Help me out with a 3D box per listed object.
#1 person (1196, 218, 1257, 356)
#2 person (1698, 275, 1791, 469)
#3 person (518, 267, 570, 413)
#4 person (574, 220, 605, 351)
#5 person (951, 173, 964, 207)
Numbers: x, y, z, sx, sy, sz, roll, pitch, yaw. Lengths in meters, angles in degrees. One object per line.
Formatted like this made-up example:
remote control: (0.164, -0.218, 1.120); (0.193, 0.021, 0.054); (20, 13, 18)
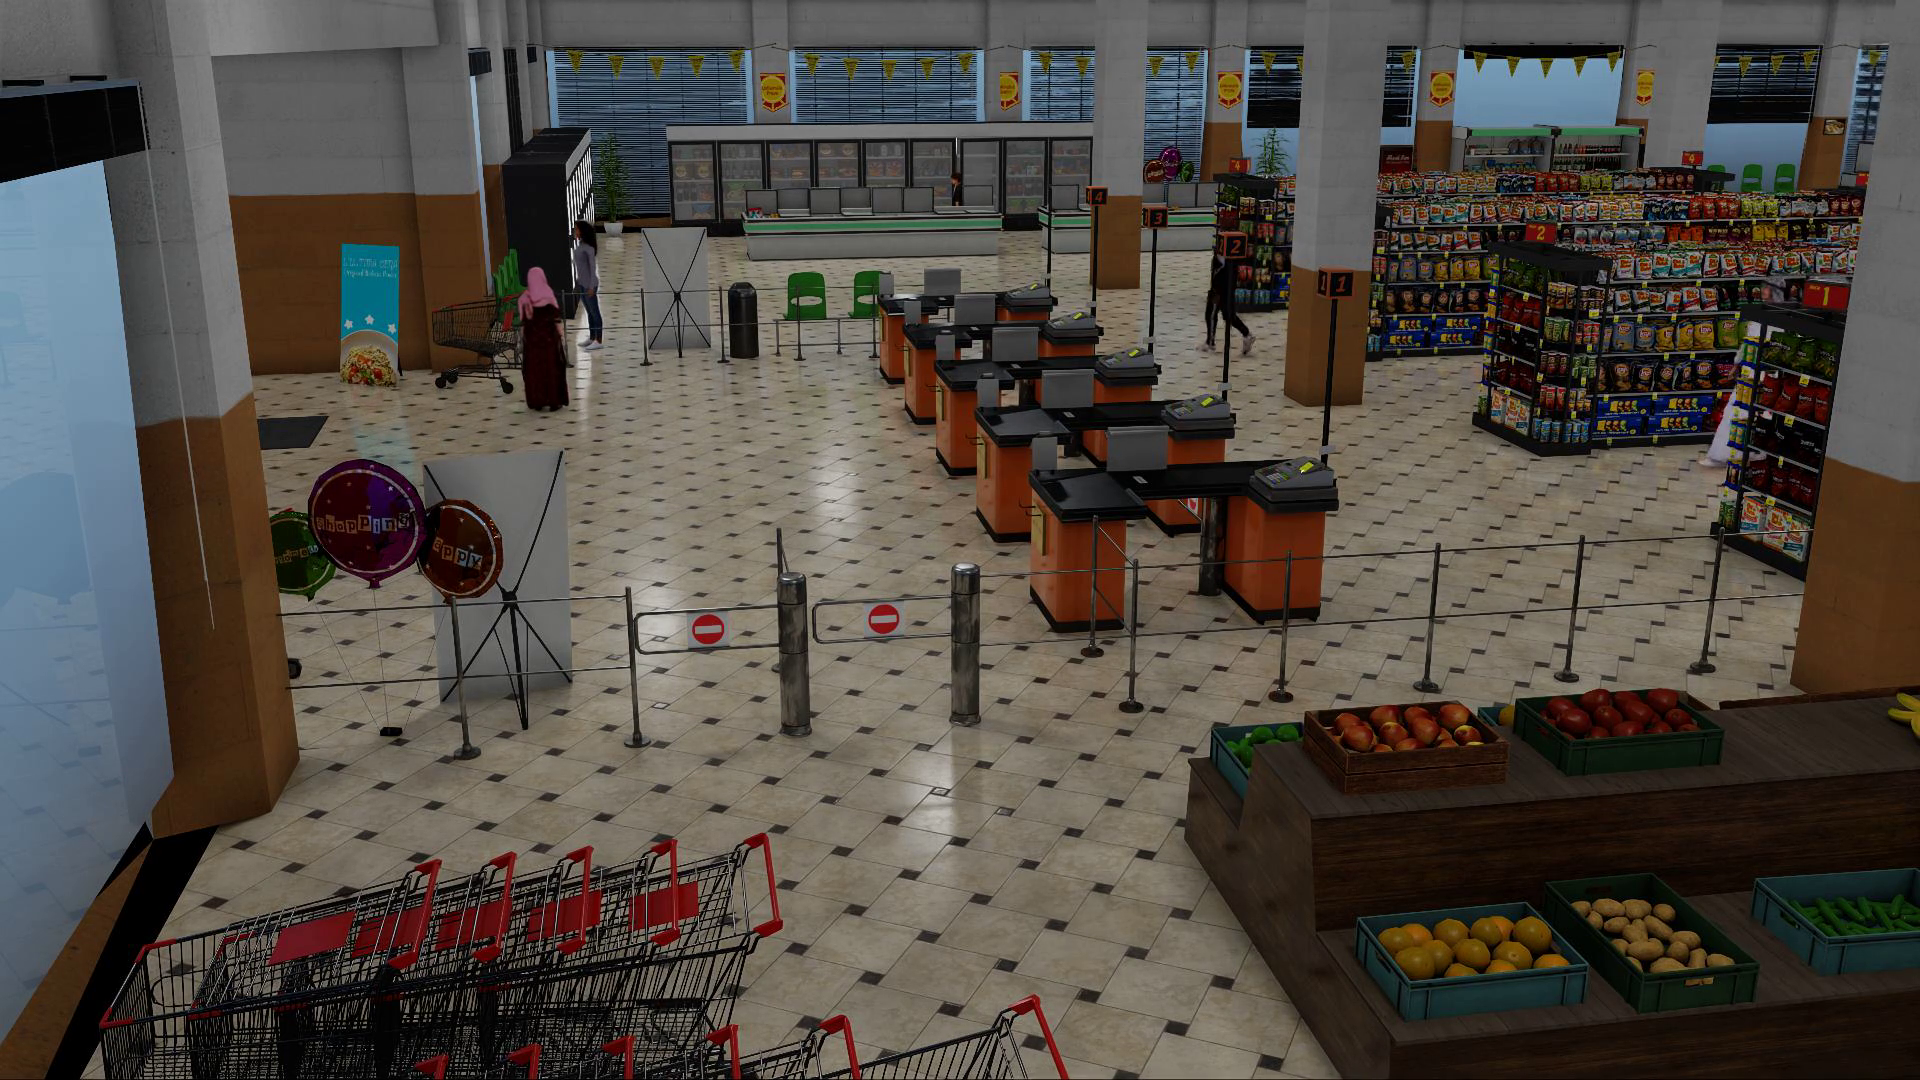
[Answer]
person: (3.586, -3.340, 22.073); (1.134, 1.798, 1.135); (15, 22, 40)
person: (7.869, -1.619, 16.245); (1.260, 1.891, 0.829); (0, 17, 0)
person: (-4.743, -2.274, 18.844); (0.625, 1.633, 0.789); (1, 17, 4)
person: (-5.033, -3.475, 22.626); (0.619, 1.736, 0.660); (-8, 19, -25)
person: (-0.034, -6.772, 33.981); (0.574, 1.445, 0.579); (1, 17, 4)
